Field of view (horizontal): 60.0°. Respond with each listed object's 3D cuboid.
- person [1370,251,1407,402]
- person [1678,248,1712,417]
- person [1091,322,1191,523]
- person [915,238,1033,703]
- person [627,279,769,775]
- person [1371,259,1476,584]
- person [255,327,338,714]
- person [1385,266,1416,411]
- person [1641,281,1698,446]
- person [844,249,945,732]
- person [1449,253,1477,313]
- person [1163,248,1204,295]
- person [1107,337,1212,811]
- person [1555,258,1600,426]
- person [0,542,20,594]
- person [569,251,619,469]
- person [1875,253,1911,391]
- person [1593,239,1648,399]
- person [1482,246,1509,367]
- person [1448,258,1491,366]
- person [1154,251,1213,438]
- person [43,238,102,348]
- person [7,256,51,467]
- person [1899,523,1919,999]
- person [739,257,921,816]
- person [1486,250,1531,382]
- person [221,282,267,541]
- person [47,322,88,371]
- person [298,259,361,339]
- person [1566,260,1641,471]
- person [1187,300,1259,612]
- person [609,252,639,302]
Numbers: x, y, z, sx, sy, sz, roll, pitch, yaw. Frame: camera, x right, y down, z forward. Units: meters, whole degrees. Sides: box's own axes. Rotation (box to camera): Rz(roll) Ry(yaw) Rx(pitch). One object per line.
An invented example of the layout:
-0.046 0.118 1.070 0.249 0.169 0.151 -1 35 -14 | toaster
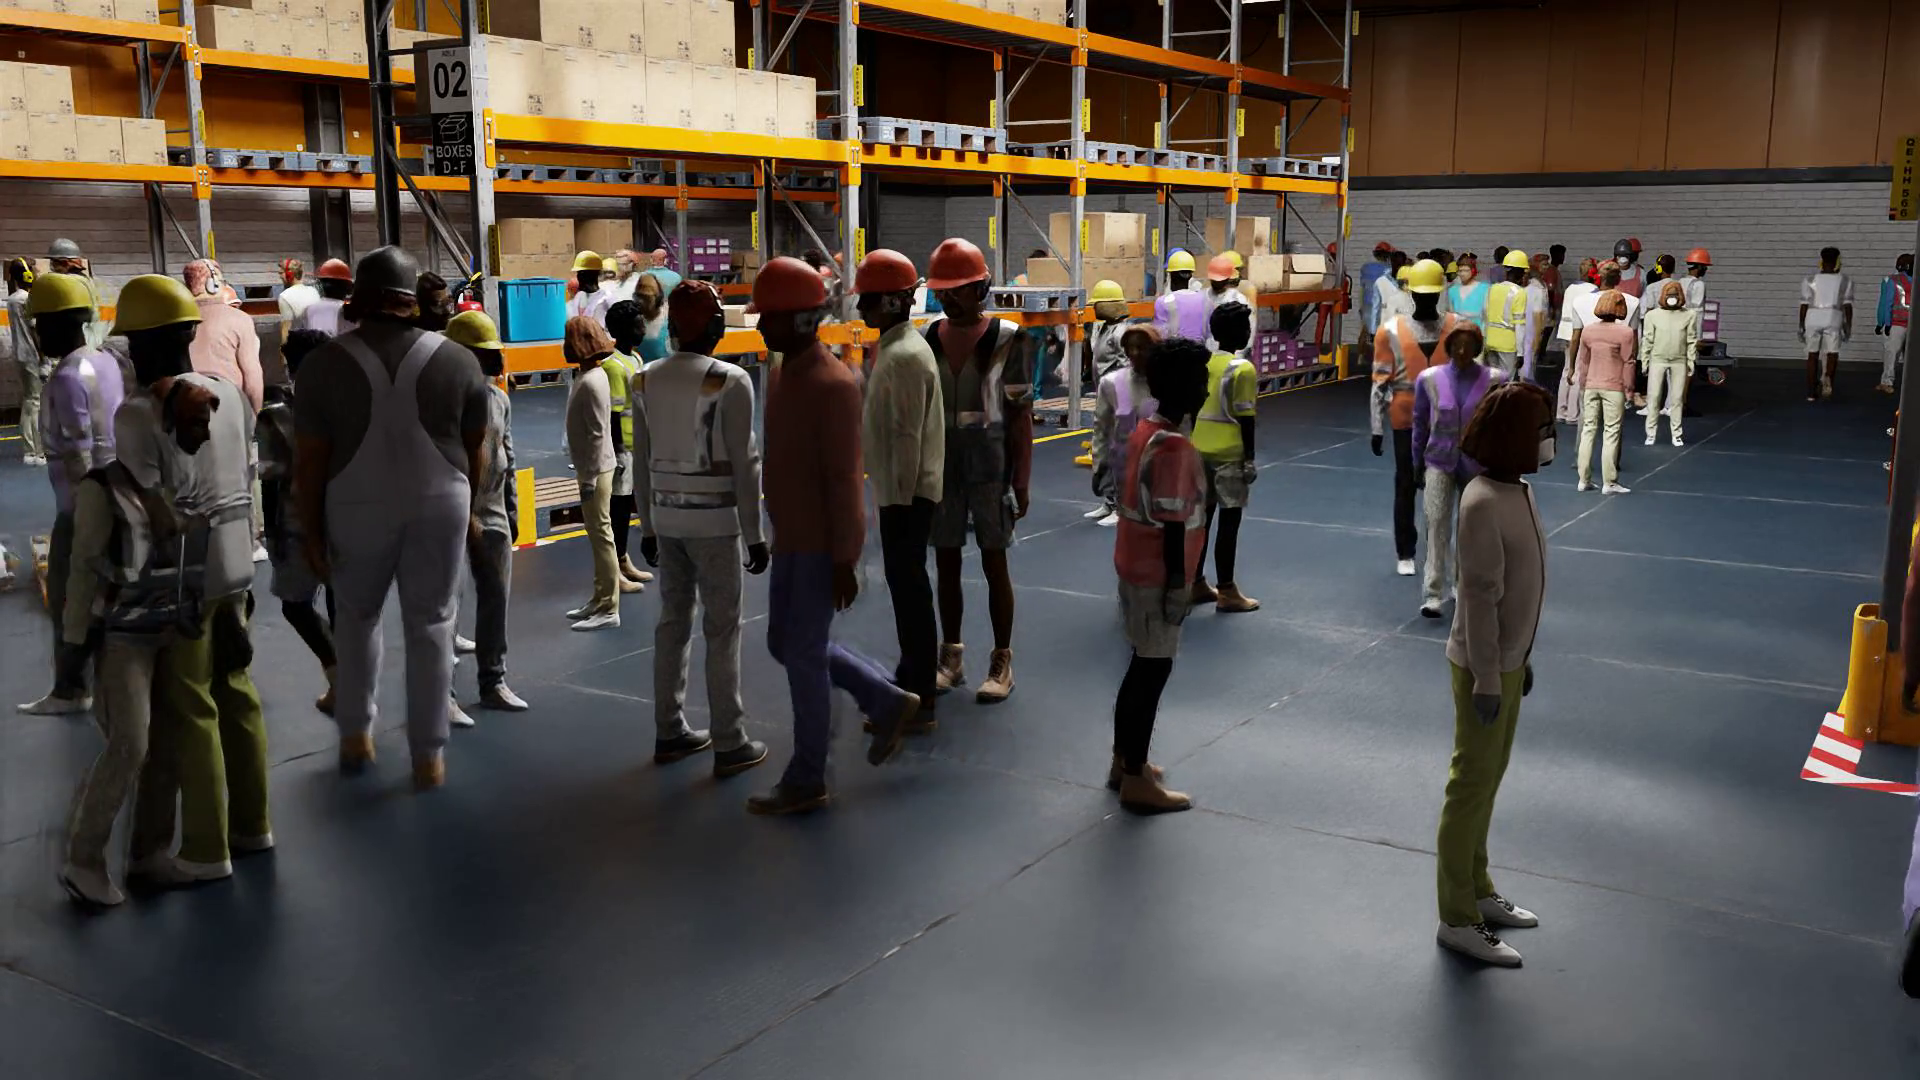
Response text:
5.444 -2.698 20.989 0.617 1.896 0.563 -2 10 -11 | person
8.383 -2.370 19.084 0.387 1.929 0.544 -1 10 -5 | person
0.995 -0.378 8.938 0.525 1.604 0.803 4 11 22 | person
0.016 -0.296 7.319 0.612 2.029 0.407 4 11 21 | person
-1.004 -0.048 6.363 0.584 1.878 0.343 7 12 33 | person
2.736 -0.688 9.822 0.607 1.900 0.765 2 10 11 | person
-2.614 -0.042 6.899 0.528 1.674 0.537 9 14 42 | person
5.229 -2.309 19.315 0.532 1.737 0.833 -5 11 -25 | person
6.973 -1.731 16.382 0.504 1.623 0.286 3 11 14 | person
-0.268 -0.203 6.915 0.407 1.986 0.616 -1 10 -7 | person
6.425 -2.736 21.300 0.327 1.863 0.510 1 10 7 | person
2.372 -2.181 18.004 0.408 1.937 0.602 -7 12 -34 | person
0.704 0.127 5.934 0.351 1.690 0.546 0 10 -3 | person
6.754 -2.151 18.155 0.417 1.828 0.562 -2 10 -8 | person
-5.663 -0.563 9.302 0.516 1.843 0.617 -8 13 -37 | person
-3.206 -1.556 14.564 0.584 1.929 0.371 9 13 40 | person
12.572 -2.899 22.248 0.621 1.845 0.427 1 10 5 | person
8.422 -2.815 21.231 0.690 2.000 0.538 2 10 12 | person
8.586 -3.689 26.384 0.627 1.933 0.367 -8 13 -38 | person
5.933 -2.348 19.250 0.691 1.819 0.596 -8 13 -37 | person
1.836 -1.440 13.922 0.594 1.926 0.367 -6 12 -31 | person
-8.415 -1.820 15.715 0.535 2.000 0.674 -3 11 -16 | person
-8.299 -1.593 14.918 0.516 1.876 0.324 8 13 39 | person
2.746 0.380 4.372 0.524 1.745 0.690 8 13 37 | person
-0.460 -0.016 5.923 0.642 1.970 0.650 -6 12 -28 | person
5.547 -1.961 16.850 0.399 1.919 0.582 -3 11 -18 | person
-4.824 -0.822 10.976 0.336 1.753 0.564 1 10 8 | person
-8.303 -1.580 15.493 0.314 1.642 0.515 5 12 28 | person
-4.772 -1.214 12.818 0.560 1.869 1.032 2 10 11 | person
5.611 -1.509 14.528 0.572 1.844 0.376 2 11 13 | person
1.445 -0.460 9.121 0.319 1.698 0.538 -5 11 -27 | person
-3.725 -2.262 18.624 0.713 1.886 0.570 9 13 40 | person
